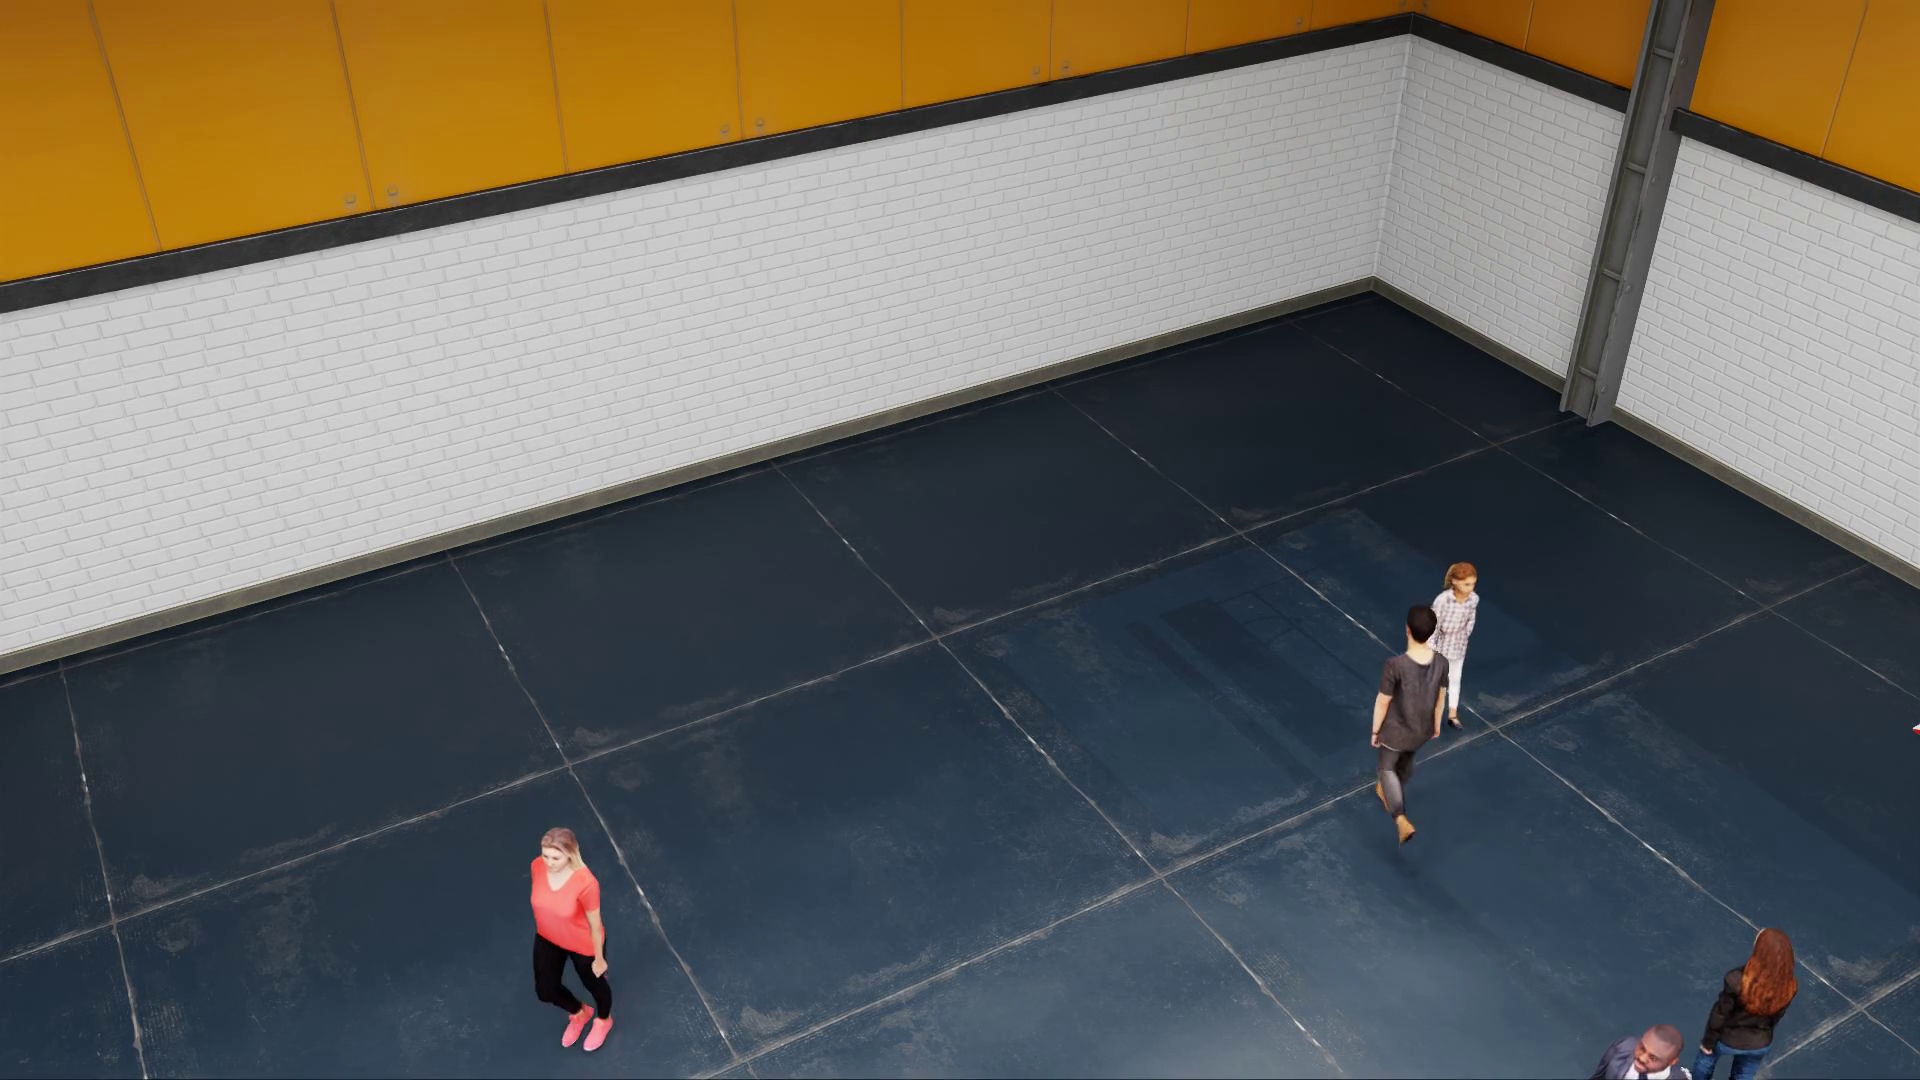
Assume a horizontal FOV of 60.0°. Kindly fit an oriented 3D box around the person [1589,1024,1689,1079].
[{"bbox_3d":[3.211,2.987,8.087,0.748,1.822,0.538,-19,38,-27],"label":"person"}]

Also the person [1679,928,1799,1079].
[{"bbox_3d":[4.186,2.693,8.851,0.772,1.466,0.848,2,34,2],"label":"person"}]

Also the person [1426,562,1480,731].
[{"bbox_3d":[3.504,0.670,12.070,0.796,1.271,0.986,-1,34,-2],"label":"person"}]

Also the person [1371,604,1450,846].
[{"bbox_3d":[2.941,1.242,10.834,0.838,1.687,1.058,-6,34,-9],"label":"person"}]

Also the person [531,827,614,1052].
[{"bbox_3d":[-2.135,2.205,9.389,0.738,1.682,0.807,12,36,18],"label":"person"}]
